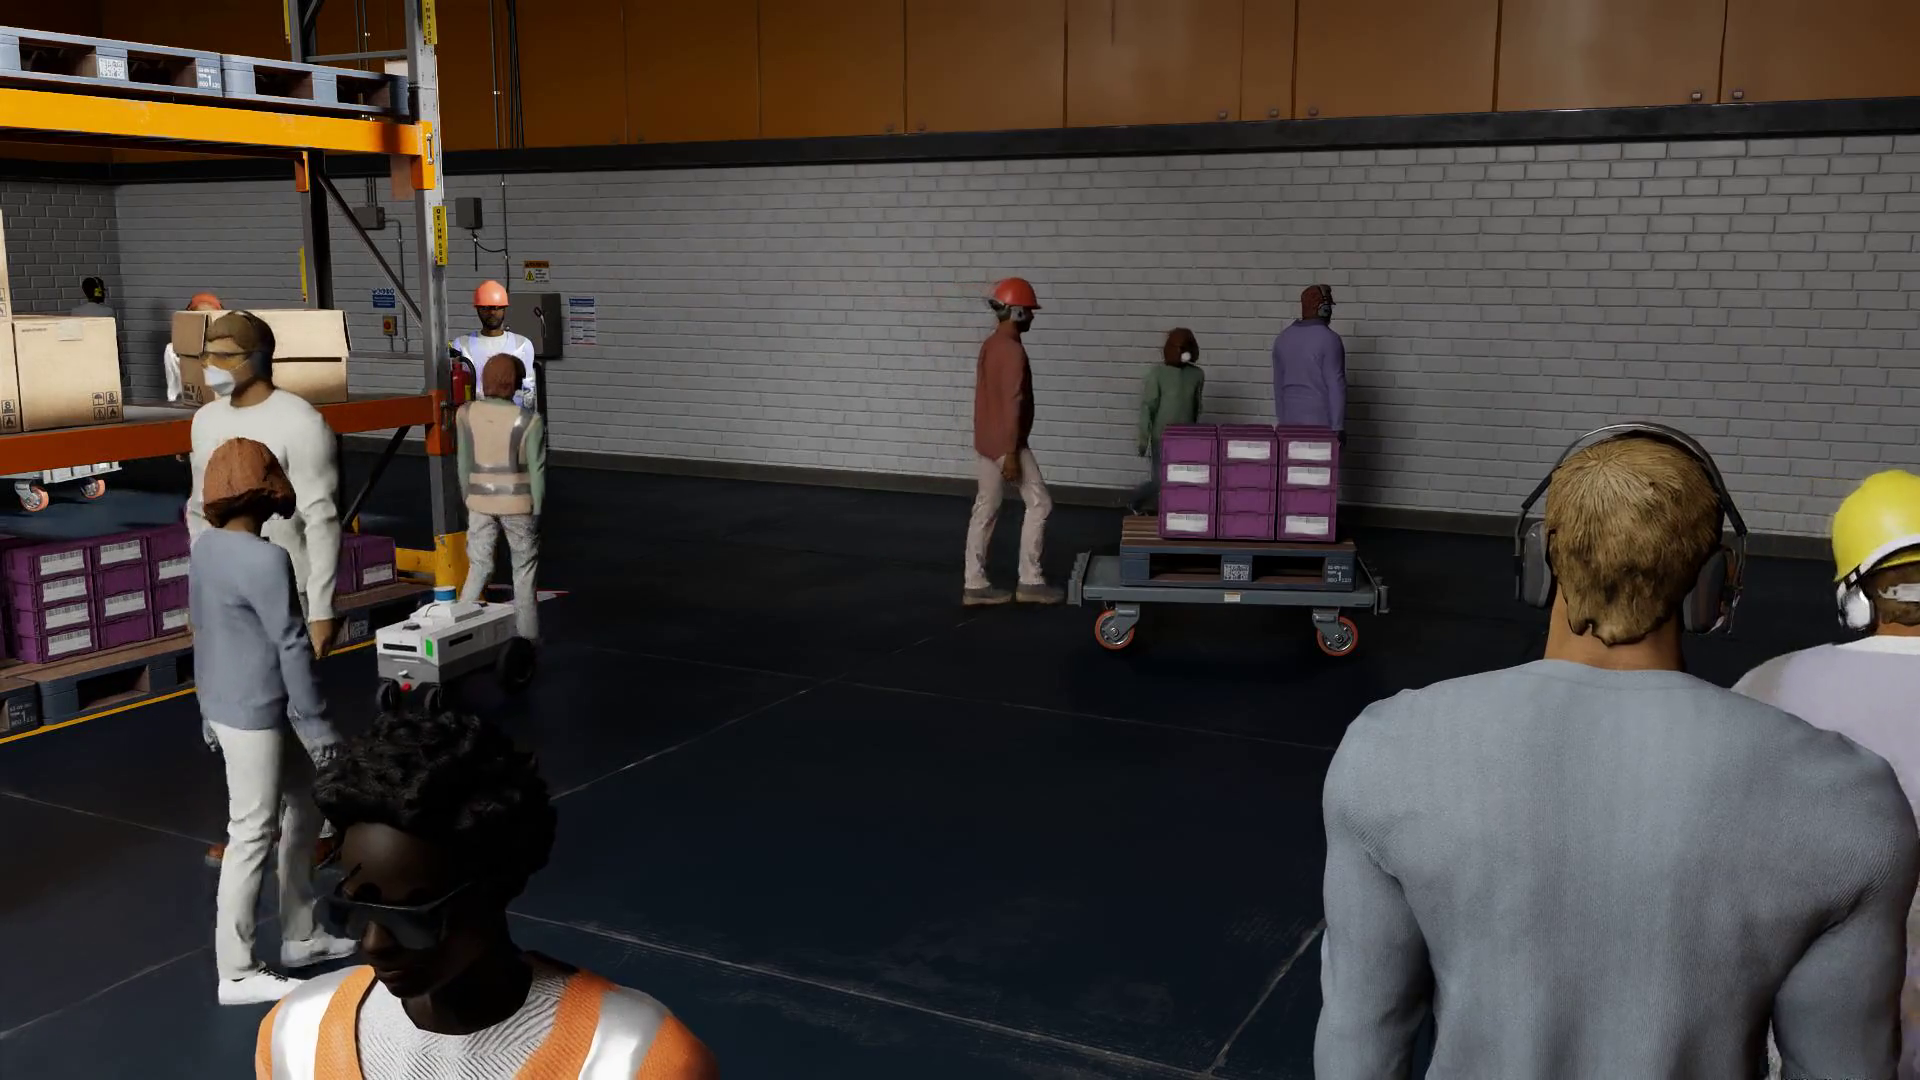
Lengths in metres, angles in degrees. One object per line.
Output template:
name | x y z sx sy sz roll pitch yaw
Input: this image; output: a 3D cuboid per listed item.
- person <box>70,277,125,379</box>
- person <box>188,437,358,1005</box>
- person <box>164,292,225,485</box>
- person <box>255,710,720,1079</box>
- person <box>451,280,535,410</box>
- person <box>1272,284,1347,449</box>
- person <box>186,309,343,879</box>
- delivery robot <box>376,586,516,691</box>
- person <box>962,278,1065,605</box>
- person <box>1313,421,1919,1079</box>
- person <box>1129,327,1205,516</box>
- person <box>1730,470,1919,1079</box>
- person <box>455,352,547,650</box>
person | -9.380 -1.919 18.112 0.521 1.862 0.335 0 10 0
person | -1.942 0.509 4.778 0.549 1.614 0.490 -7 12 -35
person | -4.991 -0.725 11.175 0.575 1.869 0.631 -3 10 -18
person | -0.494 0.991 1.771 0.533 1.687 0.320 2 10 14
person | -3.117 -0.760 11.163 0.545 1.943 0.348 -3 10 -19
person | 2.482 -0.829 11.661 0.407 1.910 0.639 -6 11 -31
person | -2.384 0.184 5.705 0.637 1.938 0.371 5 11 29
delivery robot | -2.416 0.460 7.840 0.477 0.478 0.707 3 10 19
person | 0.350 -0.581 10.025 0.770 1.966 0.641 -3 10 -17
person | 0.742 0.826 1.988 0.636 1.939 0.364 4 11 22
person | 1.477 -0.751 12.067 0.527 1.599 0.612 -5 11 -27
person | 1.579 0.782 2.742 0.917 1.762 0.643 -8 13 -39
person | -2.393 -0.157 8.605 0.524 1.617 0.689 2 10 9
